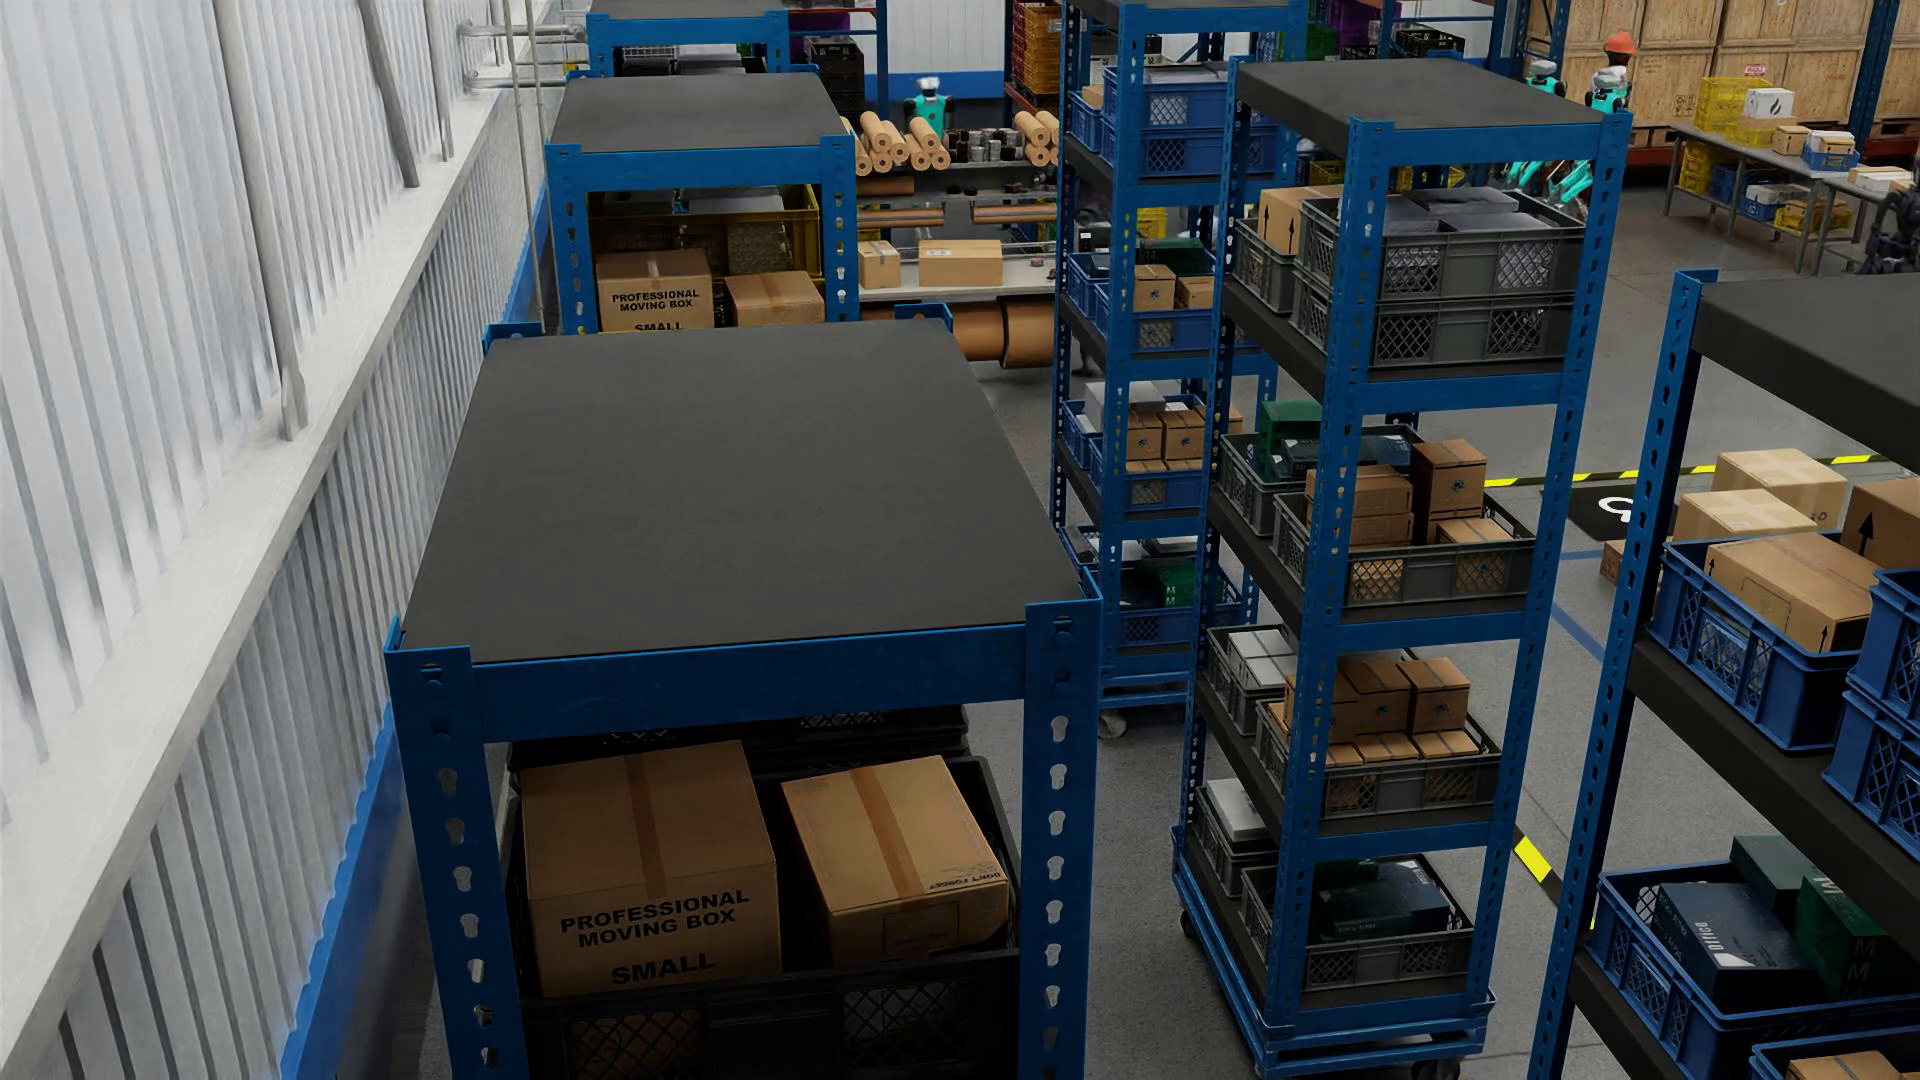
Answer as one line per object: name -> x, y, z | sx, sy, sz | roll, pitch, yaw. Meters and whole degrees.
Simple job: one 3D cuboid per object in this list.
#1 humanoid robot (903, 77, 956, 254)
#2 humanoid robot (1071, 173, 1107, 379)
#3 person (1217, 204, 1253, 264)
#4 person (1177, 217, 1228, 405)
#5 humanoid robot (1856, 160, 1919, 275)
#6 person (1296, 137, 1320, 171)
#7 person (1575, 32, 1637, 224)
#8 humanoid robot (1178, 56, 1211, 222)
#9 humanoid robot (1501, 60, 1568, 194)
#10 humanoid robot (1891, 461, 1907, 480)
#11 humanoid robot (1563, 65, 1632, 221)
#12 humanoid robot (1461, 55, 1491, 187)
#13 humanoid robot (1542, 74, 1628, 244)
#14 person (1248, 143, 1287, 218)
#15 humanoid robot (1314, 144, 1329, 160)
humanoid robot -> -0.356, -3.786, 16.801 | 0.542, 1.798, 0.854 | -7, 26, -15
humanoid robot -> 1.071, -2.090, 13.152 | 0.418, 1.641, 0.614 | 5, 25, 10
person -> 2.506, -3.049, 15.059 | 0.431, 1.837, 0.623 | 1, 25, 2
person -> 1.619, -1.274, 11.174 | 0.385, 1.850, 0.598 | -5, 25, -10
humanoid robot -> 7.662, -2.297, 13.602 | 0.587, 1.642, 0.340 | 2, 25, 4
person -> 3.977, -4.956, 19.156 | 0.543, 1.866, 0.587 | 0, 25, 0
person -> 6.791, -4.277, 17.477 | 0.376, 2.043, 0.606 | 21, 32, 38
humanoid robot -> 2.523, -4.150, 17.647 | 0.563, 1.856, 0.663 | 5, 25, 12
humanoid robot -> 5.869, -4.060, 17.316 | 0.677, 1.761, 0.543 | -20, 32, -37
humanoid robot -> 6.403, -1.071, 10.886 | 0.800, 1.800, 0.537 | -11, 27, -22
humanoid robot -> 6.562, -4.107, 17.496 | 0.570, 1.786, 0.887 | -19, 31, -35
humanoid robot -> 5.851, -4.556, 18.511 | 0.583, 1.643, 0.385 | -2, 25, -4
humanoid robot -> 6.147, -3.758, 16.595 | 0.747, 1.690, 0.530 | -8, 26, -18
person -> 2.842, -3.289, 15.574 | 0.404, 1.834, 0.586 | 5, 25, 10
humanoid robot -> 4.079, -4.439, 18.346 | 0.814, 1.621, 0.626 | 4, 25, 9
